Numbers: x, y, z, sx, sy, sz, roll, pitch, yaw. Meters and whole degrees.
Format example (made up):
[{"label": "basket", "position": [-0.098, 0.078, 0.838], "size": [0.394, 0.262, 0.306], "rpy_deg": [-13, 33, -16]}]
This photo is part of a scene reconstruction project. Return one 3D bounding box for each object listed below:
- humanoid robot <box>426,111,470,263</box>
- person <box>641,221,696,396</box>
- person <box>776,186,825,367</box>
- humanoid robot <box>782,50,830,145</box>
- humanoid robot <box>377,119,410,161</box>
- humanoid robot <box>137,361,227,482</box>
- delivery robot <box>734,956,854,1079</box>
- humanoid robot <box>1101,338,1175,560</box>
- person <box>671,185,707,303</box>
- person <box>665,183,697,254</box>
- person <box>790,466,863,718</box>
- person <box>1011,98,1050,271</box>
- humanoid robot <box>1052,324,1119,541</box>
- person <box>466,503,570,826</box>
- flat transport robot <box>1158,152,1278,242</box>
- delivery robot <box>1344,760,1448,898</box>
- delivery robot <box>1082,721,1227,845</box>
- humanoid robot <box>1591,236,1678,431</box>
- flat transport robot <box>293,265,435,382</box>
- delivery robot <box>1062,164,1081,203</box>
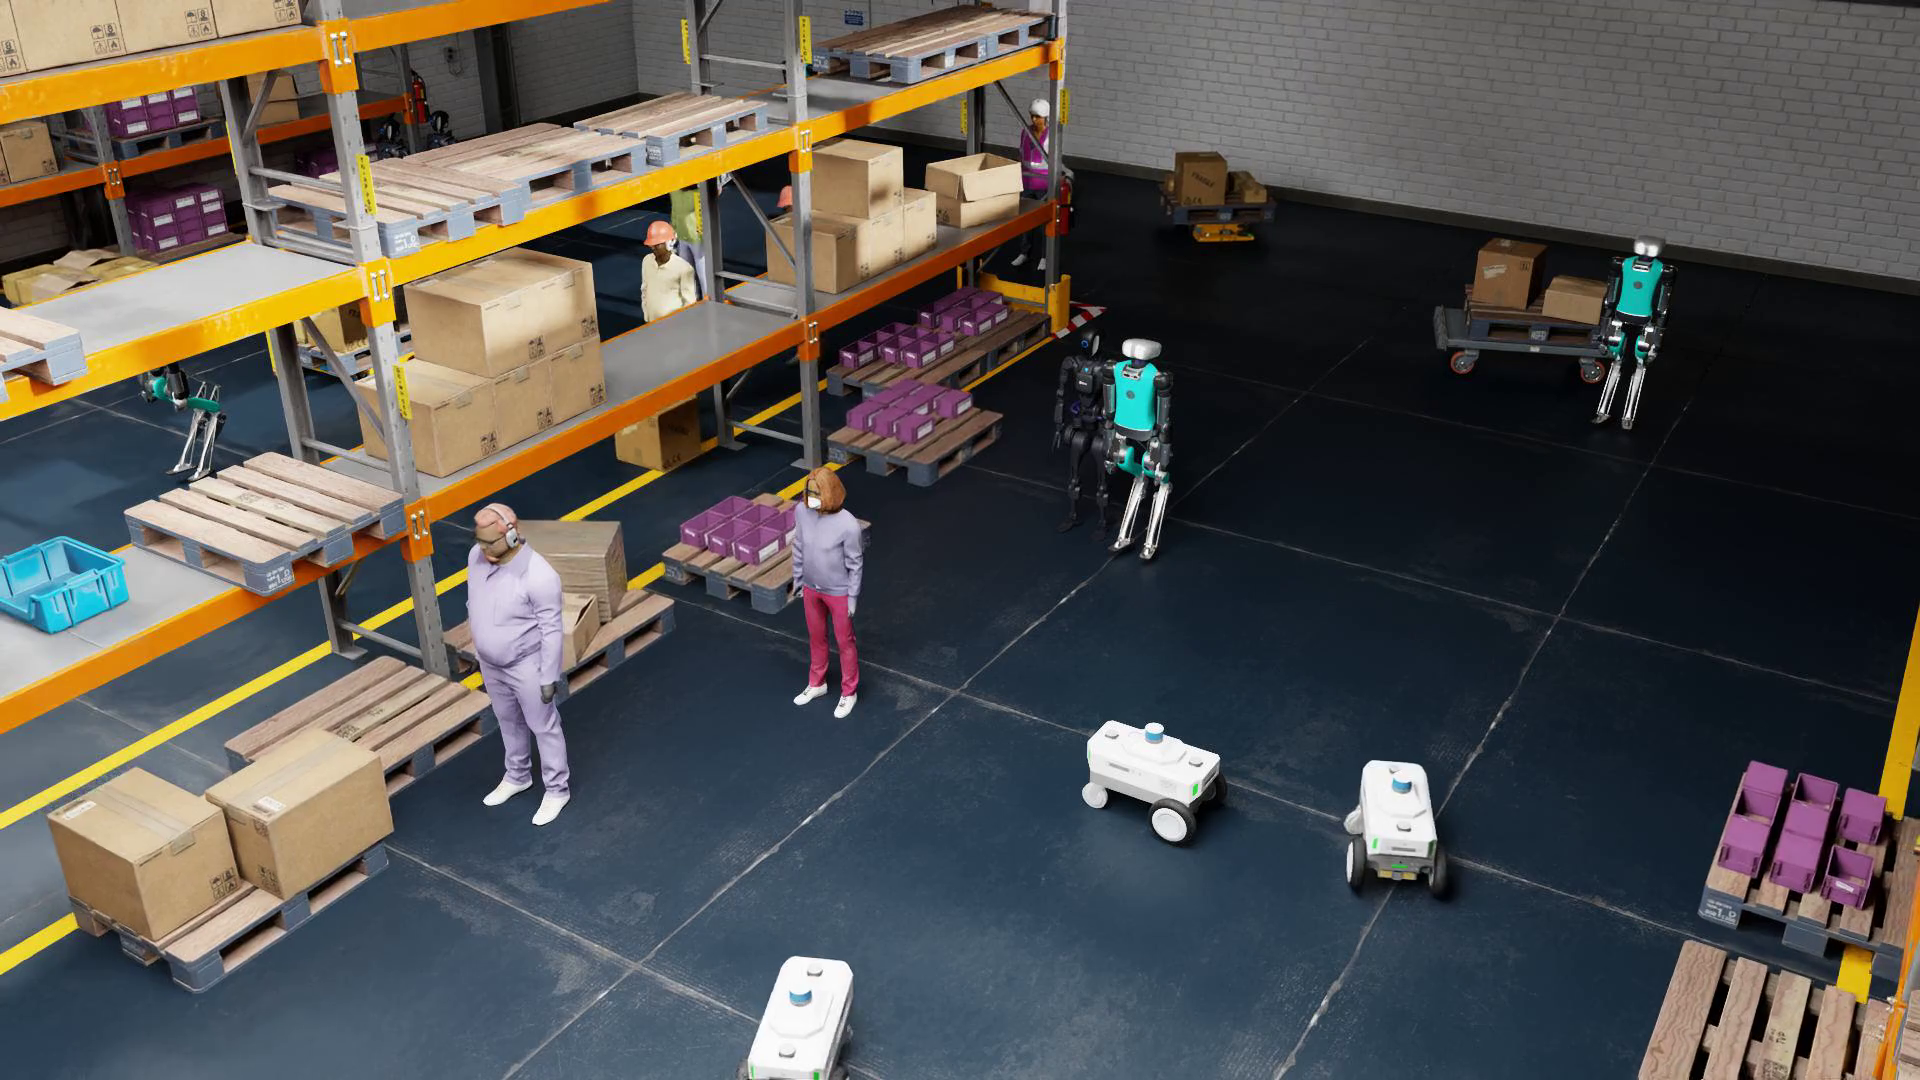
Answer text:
[{"label": "humanoid robot", "position": [-5.603, -3.887, 18.286], "size": [0.599, 1.657, 0.315], "rpy_deg": [16, 31, 28]}, {"label": "person", "position": [-2.508, -1.880, 14.261], "size": [0.558, 1.751, 0.324], "rpy_deg": [16, 31, 28]}, {"label": "person", "position": [-1.440, -2.404, 15.330], "size": [0.384, 1.730, 0.587], "rpy_deg": [-24, 36, -39]}, {"label": "humanoid robot", "position": [-1.877, -5.471, 21.209], "size": [0.533, 1.677, 0.735], "rpy_deg": [16, 31, 28]}, {"label": "humanoid robot", "position": [-6.011, -3.707, 17.930], "size": [0.599, 1.657, 0.315], "rpy_deg": [16, 31, 28]}, {"label": "humanoid robot", "position": [-6.080, -1.297, 12.984], "size": [0.533, 1.677, 0.735], "rpy_deg": [16, 31, 28]}, {"label": "delivery robot", "position": [-0.719, 2.248, 7.454], "size": [0.518, 0.597, 0.768], "rpy_deg": [4, 27, 8]}, {"label": "humanoid robot", "position": [1.334, -0.695, 11.797], "size": [0.533, 1.677, 0.735], "rpy_deg": [16, 31, 28]}, {"label": "person", "position": [-2.663, -2.960, 16.541], "size": [0.517, 1.620, 0.332], "rpy_deg": [20, 33, 34]}, {"label": "person", "position": [-3.090, -4.007, 18.448], "size": [0.745, 1.757, 0.437], "rpy_deg": [16, 31, 28]}, {"label": "person", "position": [-0.809, 0.306, 10.083], "size": [0.496, 1.633, 0.287], "rpy_deg": [16, 31, 28]}, {"label": "person", "position": [0.832, -3.864, 18.068], "size": [0.507, 1.847, 0.340], "rpy_deg": [16, 31, 28]}, {"label": "humanoid robot", "position": [0.963, -0.789, 12.181], "size": [0.599, 1.657, 0.315], "rpy_deg": [16, 31, 28]}, {"label": "person", "position": [-2.434, 0.669, 9.076], "size": [0.640, 1.905, 0.413], "rpy_deg": [16, 31, 28]}, {"label": "flat transport robot", "position": [3.000, -3.812, 19.710], "size": [0.659, 0.231, 1.431], "rpy_deg": [-2, 27, -4]}, {"label": "delivery robot", "position": [2.322, 1.526, 8.878], "size": [0.518, 0.597, 0.768], "rpy_deg": [4, 27, 8]}, {"label": "delivery robot", "position": [1.076, 1.290, 9.309], "size": [0.739, 0.566, 0.499], "rpy_deg": [16, 31, 28]}, {"label": "humanoid robot", "position": [5.653, -1.763, 13.908], "size": [0.533, 1.671, 0.735], "rpy_deg": [16, 31, 28]}, {"label": "flat transport robot", "position": [-5.636, -1.701, 15.551], "size": [1.431, 0.231, 0.659], "rpy_deg": [16, 31, 28]}, {"label": "delivery robot", "position": [1.157, -4.514, 20.763], "size": [0.499, 0.583, 0.775], "rpy_deg": [-9, 28, -17]}]
